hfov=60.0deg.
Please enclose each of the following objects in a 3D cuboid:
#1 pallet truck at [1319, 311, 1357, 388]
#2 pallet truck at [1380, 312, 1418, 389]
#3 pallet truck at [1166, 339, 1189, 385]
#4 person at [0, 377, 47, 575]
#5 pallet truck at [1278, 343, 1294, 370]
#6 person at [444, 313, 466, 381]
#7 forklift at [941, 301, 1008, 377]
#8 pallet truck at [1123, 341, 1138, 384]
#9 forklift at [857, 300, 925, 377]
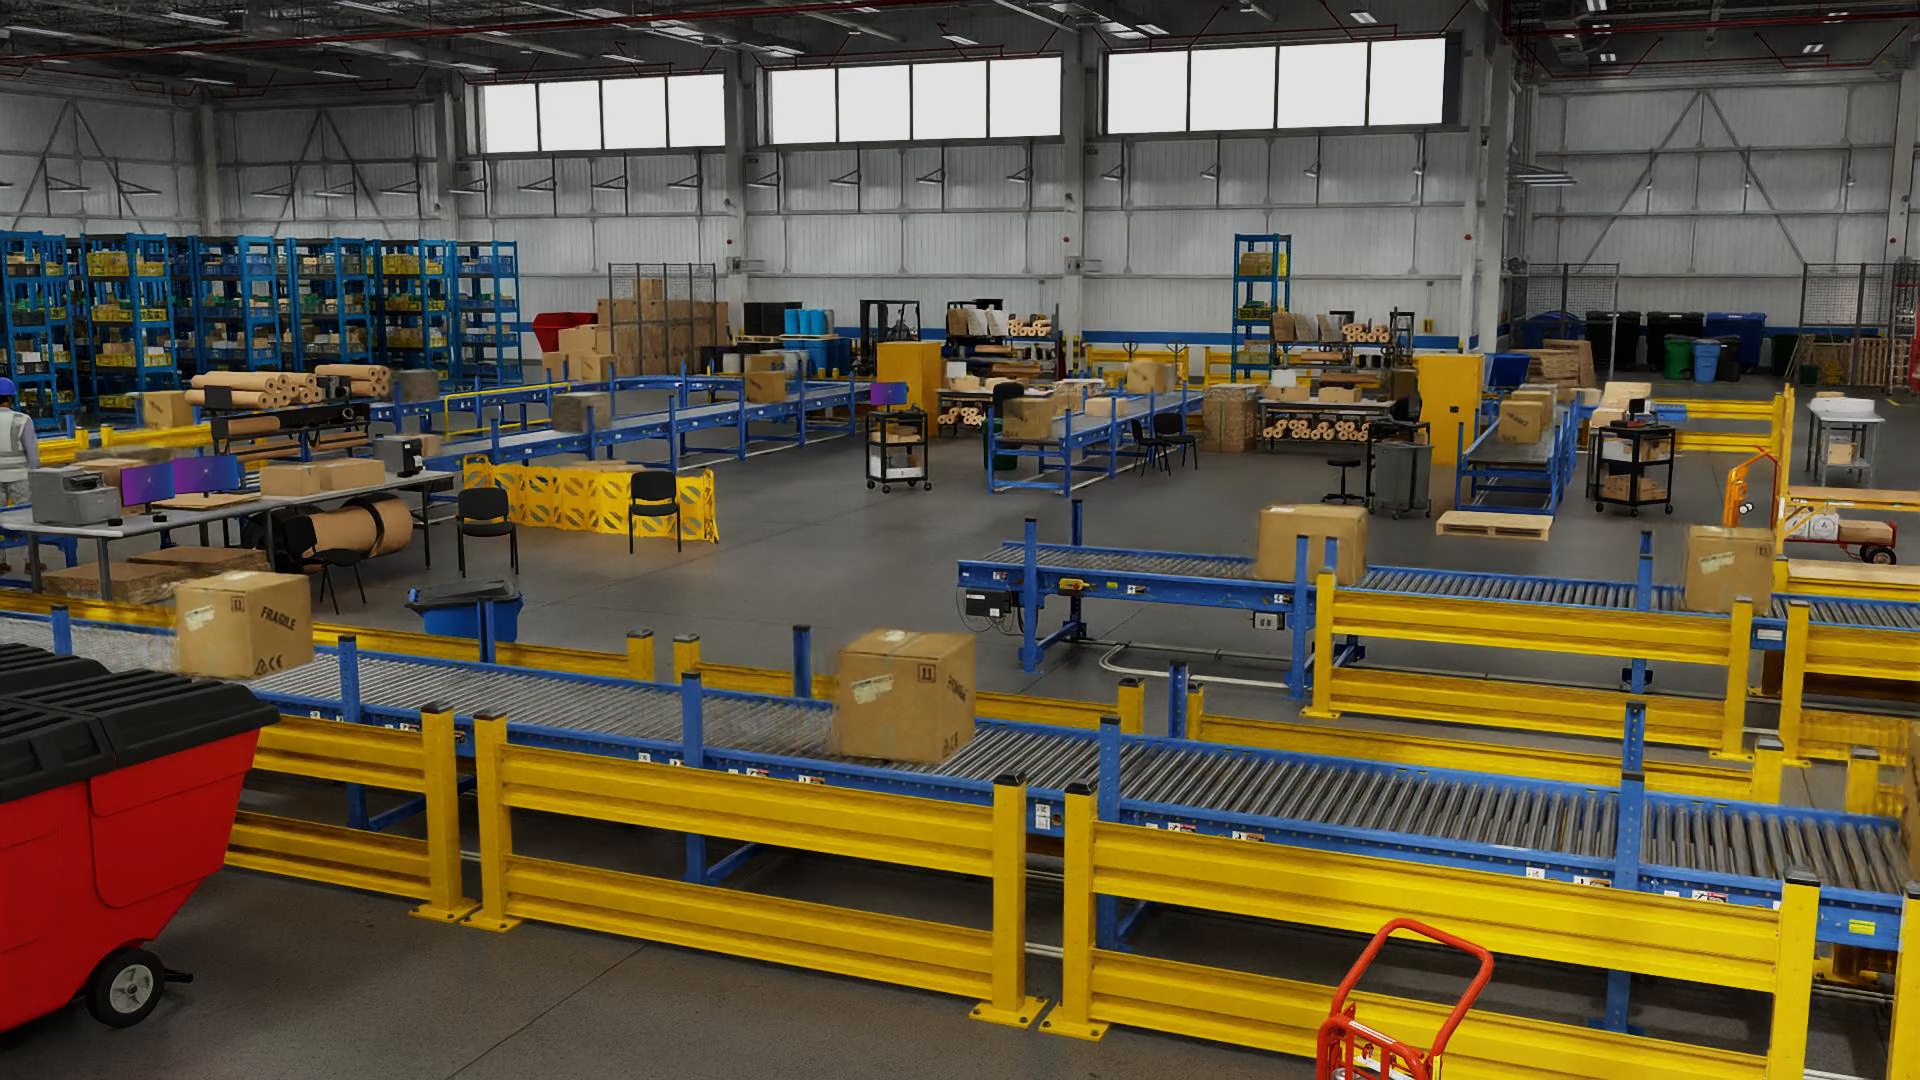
[{"bbox_3d":[9.071,-4.419,39.190,0.823,1.965,1.885,5,10,26],"label":"pallet truck"},{"bbox_3d":[10.207,-4.283,38.369,0.823,1.965,1.885,3,10,20],"label":"pallet truck"},{"bbox_3d":[5.418,-4.269,40.420,0.704,1.261,1.522,3,10,20],"label":"pallet truck"},{"bbox_3d":[-9.355,-0.625,16.351,0.616,1.945,0.404,-1,9,-8],"label":"person"},{"bbox_3d":[7.886,-4.163,39.743,0.653,1.274,1.630,4,10,22],"label":"pallet truck"},{"bbox_3d":[-13.265,-5.159,43.737,0.619,1.977,0.589,-7,12,-35],"label":"person"},{"bbox_3d":[0.365,-4.966,41.571,1.157,1.987,2.680,3,10,20],"label":"forklift"},{"bbox_3d":[4.445,-4.380,41.279,0.680,1.201,1.601,4,10,22],"label":"pallet truck"},{"bbox_3d":[-1.732,-5.109,42.468,1.157,1.987,2.680,4,10,22],"label":"forklift"}]
